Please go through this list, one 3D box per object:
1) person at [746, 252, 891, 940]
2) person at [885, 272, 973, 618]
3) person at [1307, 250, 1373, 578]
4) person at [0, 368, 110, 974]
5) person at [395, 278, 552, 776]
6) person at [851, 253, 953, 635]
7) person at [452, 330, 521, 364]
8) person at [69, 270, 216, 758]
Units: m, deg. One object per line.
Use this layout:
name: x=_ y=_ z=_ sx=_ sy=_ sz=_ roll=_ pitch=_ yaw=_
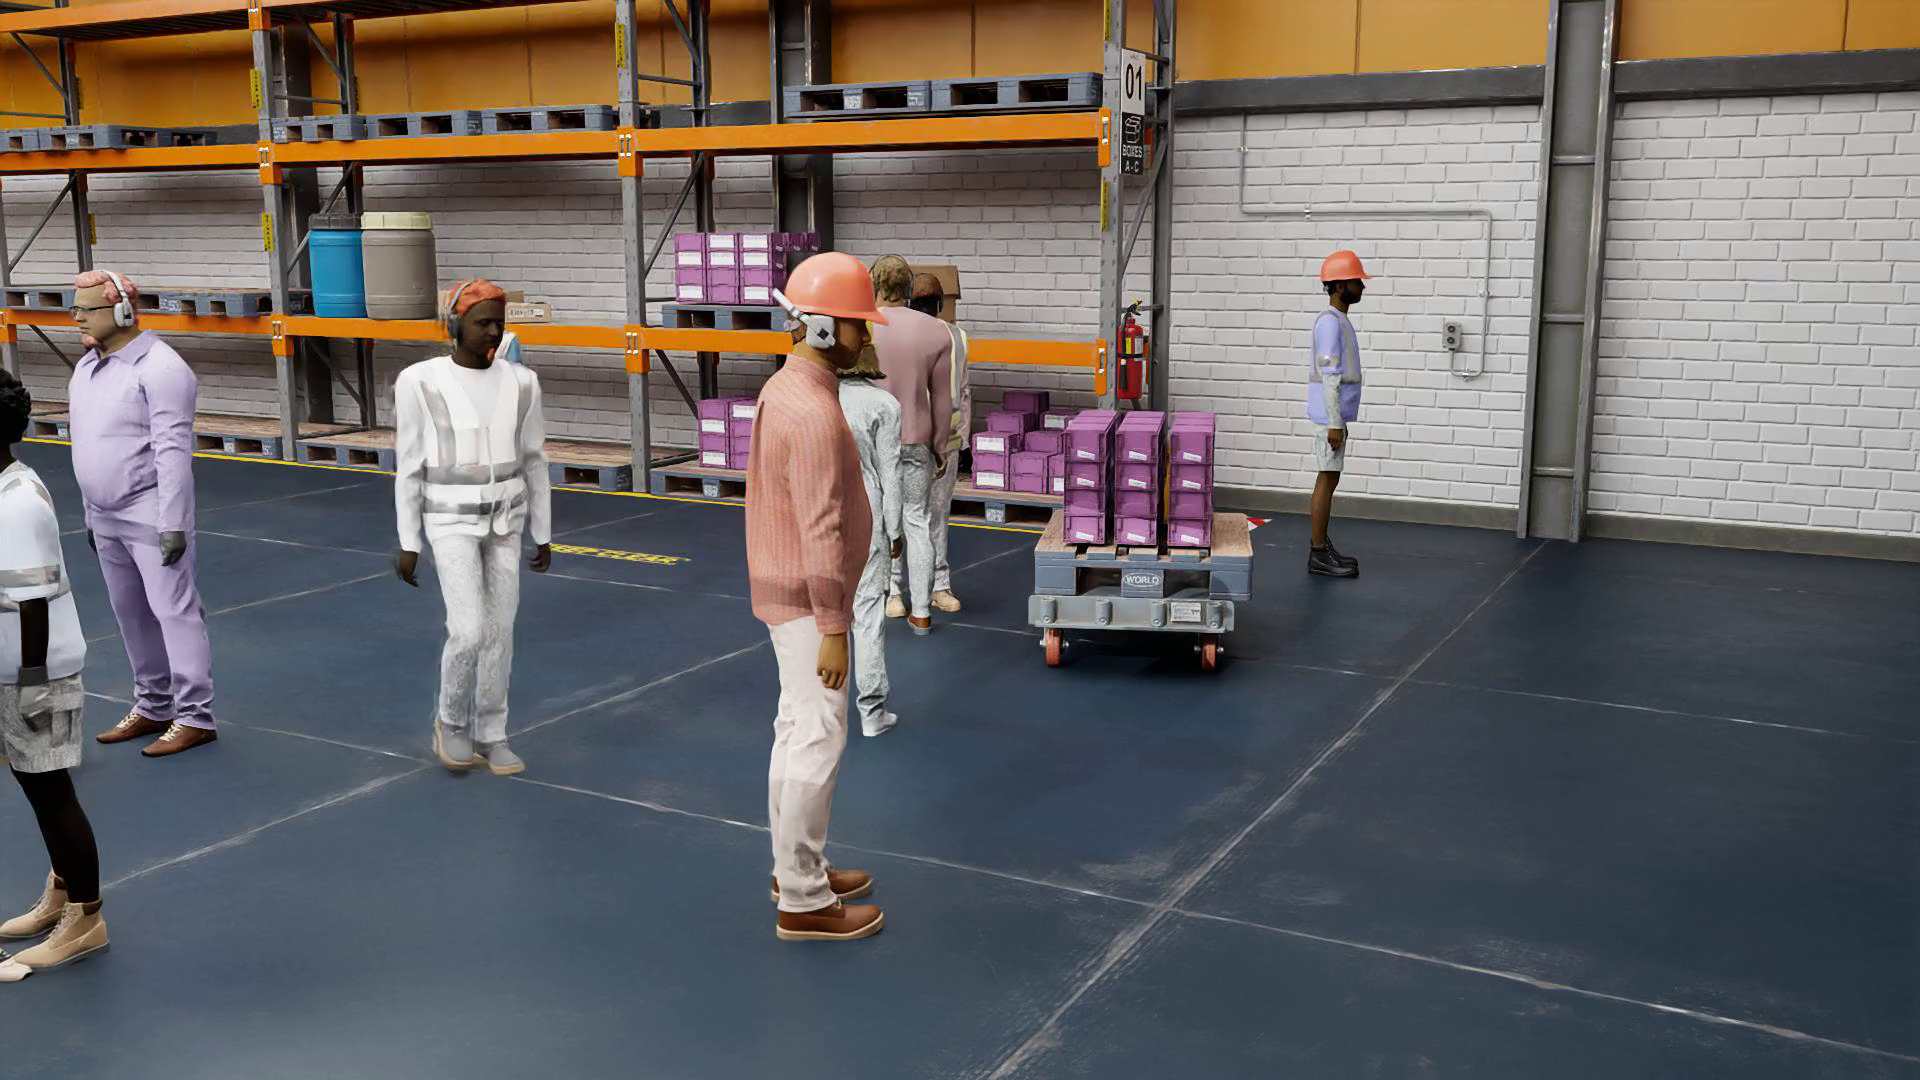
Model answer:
person: x=-0.402 y=0.175 z=4.791 sx=0.411 sy=1.980 sz=0.626 roll=-3 pitch=11 yaw=-14
person: x=-0.208 y=-0.509 z=8.930 sx=0.621 sy=1.837 sz=0.429 roll=-5 pitch=11 yaw=-25
person: x=2.260 y=-0.753 z=9.970 sx=0.351 sy=1.942 sz=0.545 roll=3 pitch=11 yaw=14
person: x=-2.611 y=0.352 z=4.614 sx=0.321 sy=1.695 sz=0.533 roll=-8 pitch=13 yaw=-38
person: x=-1.777 y=-0.026 z=6.177 sx=0.604 sy=1.869 sz=0.418 roll=-10 pitch=14 yaw=-43
person: x=-0.346 y=-0.464 z=8.394 sx=0.635 sy=1.938 sz=0.359 roll=-4 pitch=11 yaw=-19
person: x=-3.394 y=-0.940 z=11.943 sx=0.541 sy=1.596 sz=0.685 roll=2 pitch=11 yaw=13
person: x=-3.248 y=-0.099 z=6.528 sx=0.636 sy=1.900 sz=0.398 roll=6 pitch=12 yaw=29
